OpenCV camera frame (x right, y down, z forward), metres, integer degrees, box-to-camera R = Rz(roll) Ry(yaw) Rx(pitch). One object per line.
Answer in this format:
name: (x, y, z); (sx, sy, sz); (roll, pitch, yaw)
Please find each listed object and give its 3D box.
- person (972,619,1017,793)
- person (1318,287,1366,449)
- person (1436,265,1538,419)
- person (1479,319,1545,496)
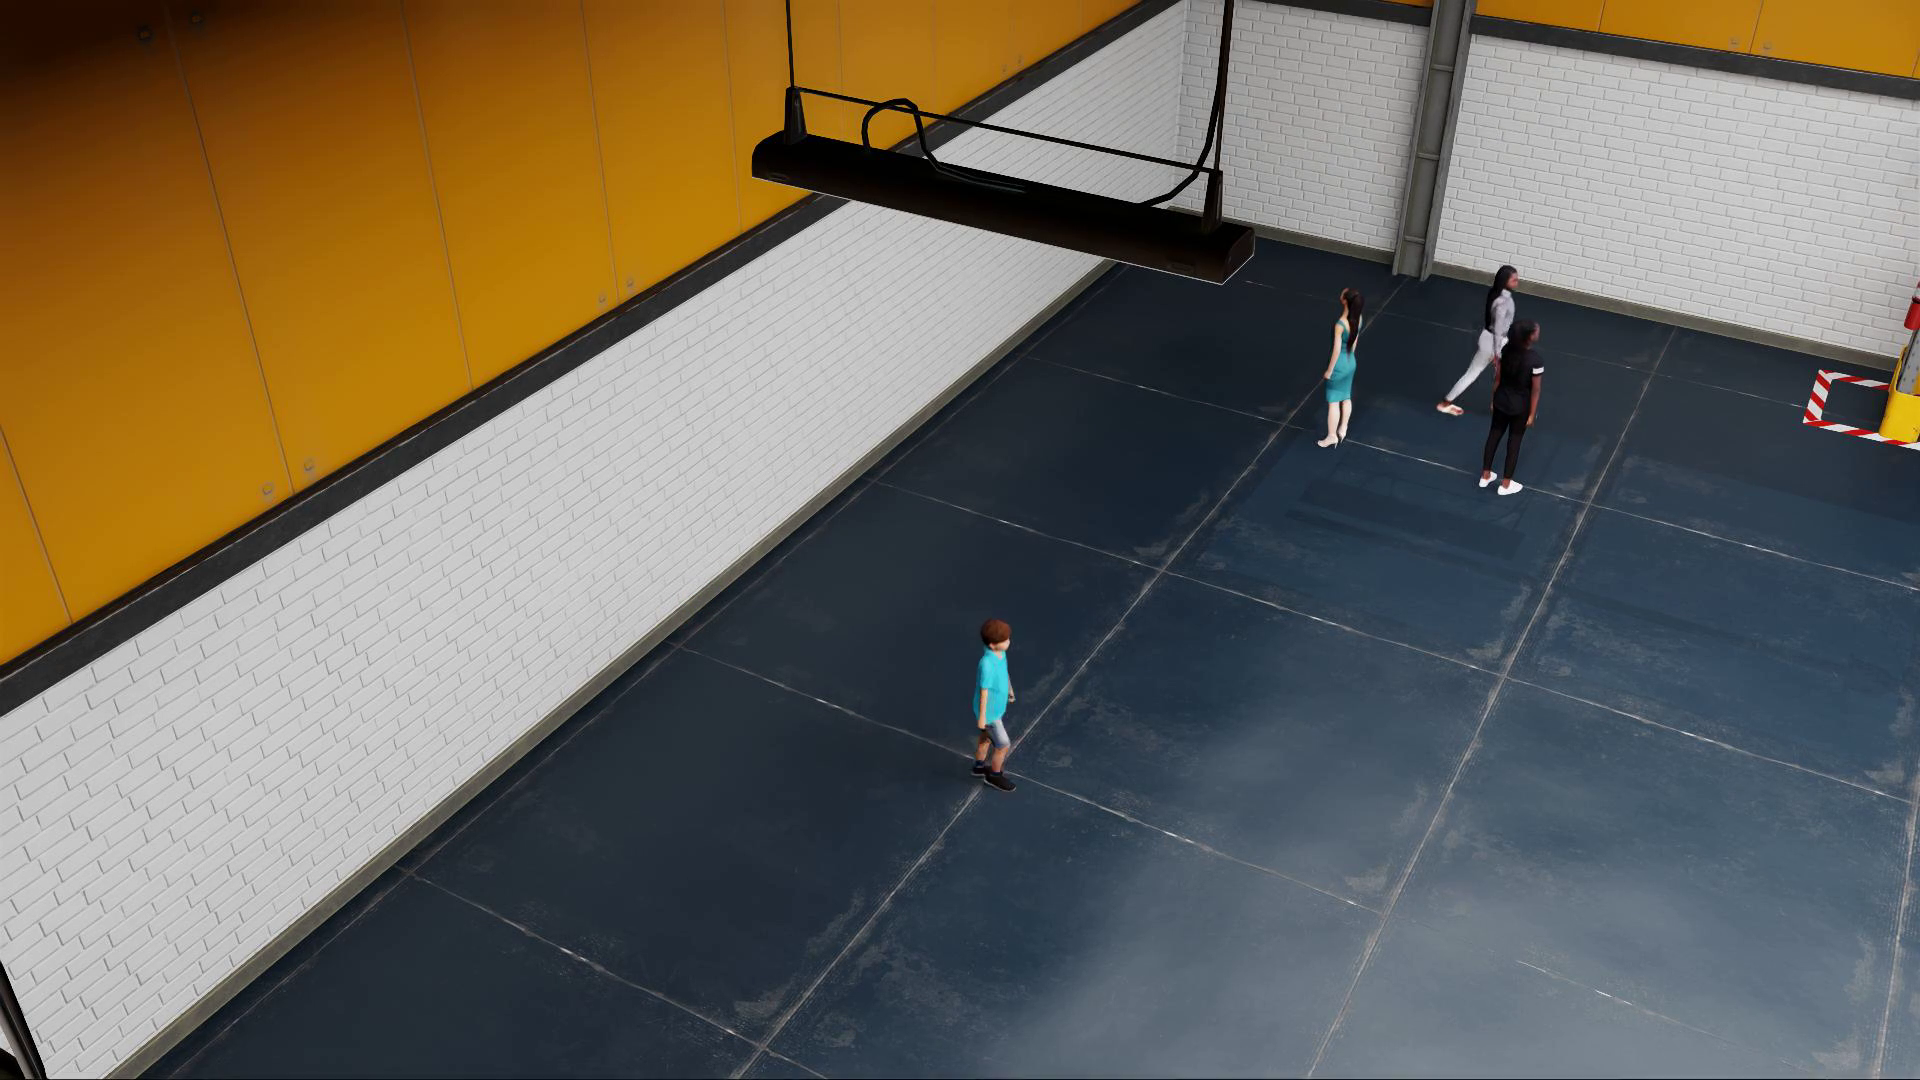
person: (0.158, 1.165, 11.964); (0.655, 1.440, 0.619); (9, 35, 13)
person: (3.667, -1.658, 15.990); (0.593, 1.685, 0.565); (-27, 42, -35)
person: (5.146, -1.900, 16.369); (1.245, 1.668, 0.772); (10, 35, 14)
person: (5.092, -1.238, 15.318); (0.742, 1.731, 0.613); (-25, 41, -32)
